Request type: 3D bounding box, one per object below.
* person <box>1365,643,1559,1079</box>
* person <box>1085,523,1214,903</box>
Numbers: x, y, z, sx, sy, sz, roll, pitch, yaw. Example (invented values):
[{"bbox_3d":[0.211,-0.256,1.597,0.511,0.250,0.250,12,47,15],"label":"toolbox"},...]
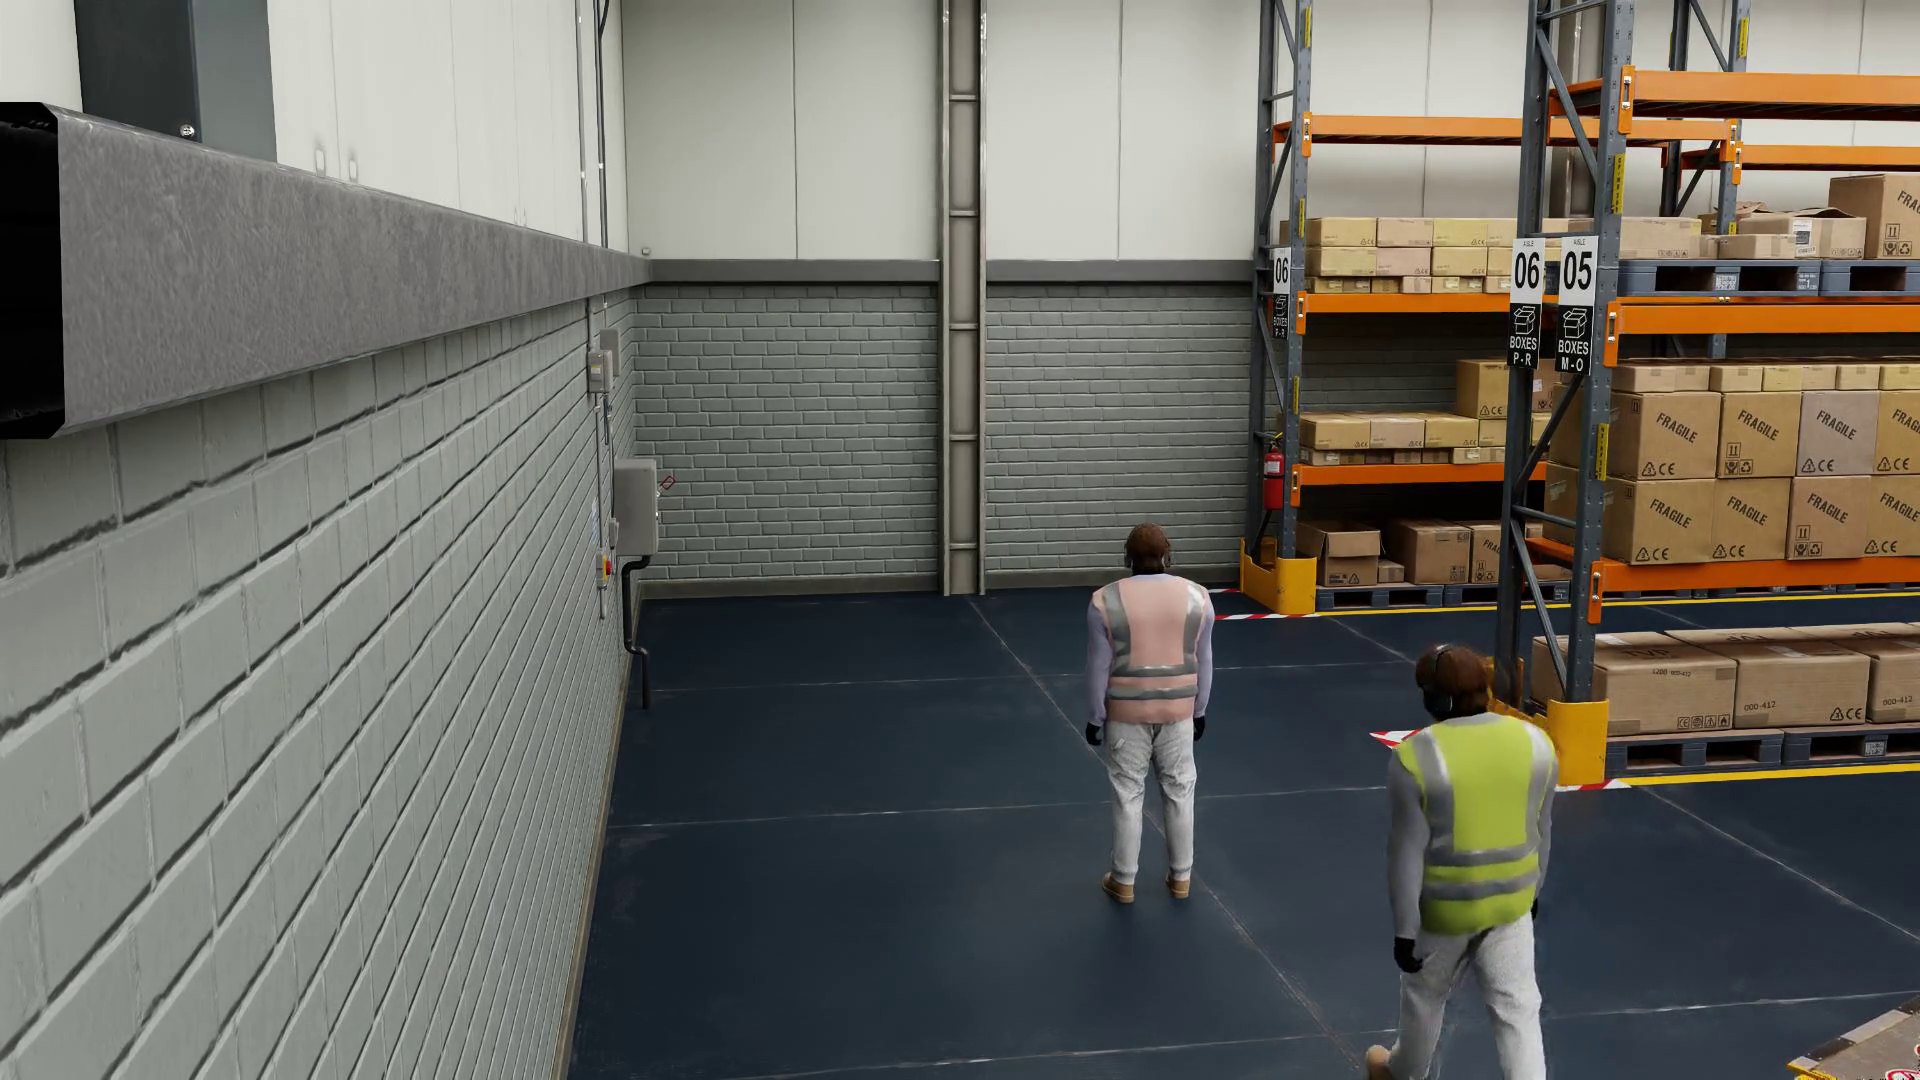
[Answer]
[{"bbox_3d":[1.726,1.241,5.653,0.647,1.793,1.002,-1,9,-8],"label":"person"},{"bbox_3d":[0.899,0.832,8.003,0.622,1.837,0.430,-1,9,-7],"label":"person"}]
